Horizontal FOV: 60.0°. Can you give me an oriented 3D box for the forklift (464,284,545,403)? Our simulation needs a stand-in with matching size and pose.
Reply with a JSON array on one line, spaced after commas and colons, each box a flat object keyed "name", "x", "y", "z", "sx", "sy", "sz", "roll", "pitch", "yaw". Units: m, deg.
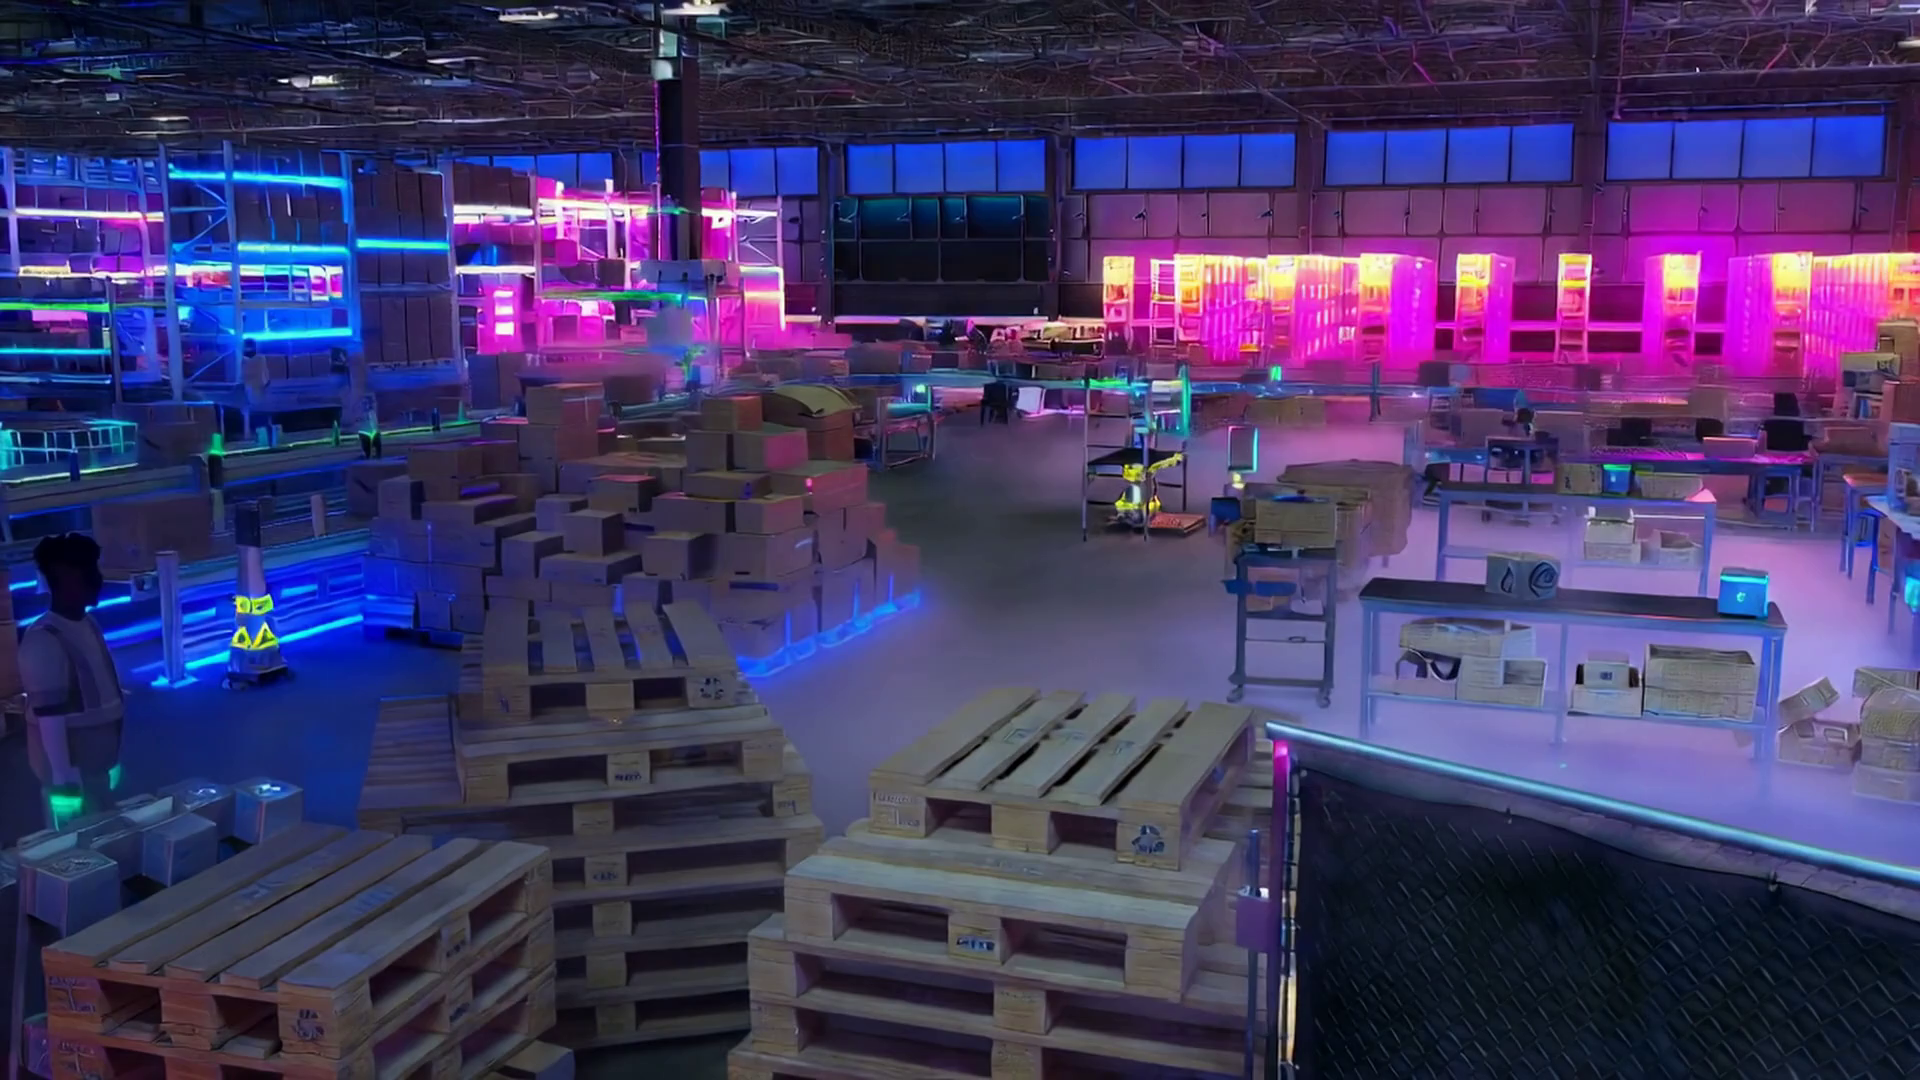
[{"name": "forklift", "x": -10.832, "y": -4.702, "z": 39.610, "sx": 1.129, "sy": 2.768, "sz": 1.873, "roll": 3, "pitch": 10, "yaw": 20}]

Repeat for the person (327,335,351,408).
[{"name": "person", "x": -14.116, "y": -3.804, "z": 37.706, "sx": 0.538, "sy": 1.681, "sz": 0.595, "roll": 2, "pitch": 9, "yaw": 12}]

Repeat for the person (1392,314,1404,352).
[{"name": "person", "x": 13.762, "y": -6.202, "z": 52.364, "sx": 0.445, "sy": 1.821, "sz": 0.565, "roll": 7, "pitch": 11, "yaw": 37}]

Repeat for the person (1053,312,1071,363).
[{"name": "person", "x": 3.290, "y": -6.446, "z": 53.841, "sx": 0.591, "sy": 1.834, "sz": 0.404, "roll": 3, "pitch": 9, "yaw": 17}]

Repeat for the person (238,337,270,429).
[{"name": "person", "x": -13.899, "y": -3.070, "z": 32.688, "sx": 0.630, "sy": 1.816, "sz": 0.477, "roll": 2, "pitch": 9, "yaw": 11}]

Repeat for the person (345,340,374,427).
[{"name": "person", "x": -12.103, "y": -3.131, "z": 33.343, "sx": 0.524, "sy": 1.732, "sz": 0.838, "roll": 4, "pitch": 10, "yaw": 26}]

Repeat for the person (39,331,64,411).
[{"name": "person", "x": -19.384, "y": -3.518, "z": 35.213, "sx": 0.634, "sy": 1.913, "sz": 0.587, "roll": 4, "pitch": 10, "yaw": 23}]

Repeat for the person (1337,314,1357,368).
[{"name": "person", "x": 11.195, "y": -5.566, "z": 48.053, "sx": 0.612, "sy": 1.922, "sz": 0.805, "roll": 2, "pitch": 9, "yaw": 11}]

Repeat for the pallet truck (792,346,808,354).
[{"name": "pallet truck", "x": -3.705, "y": -4.298, "z": 42.022, "sx": 0.653, "sy": 1.274, "sz": 1.630, "roll": 3, "pitch": 10, "yaw": 20}]

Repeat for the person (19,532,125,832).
[{"name": "person", "x": -3.735, "y": 0.936, "z": 7.071, "sx": 0.365, "sy": 1.965, "sz": 0.608, "roll": -2, "pitch": 9, "yaw": -14}]

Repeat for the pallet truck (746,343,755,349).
[{"name": "pallet truck", "x": -6.183, "y": -4.618, "z": 44.264, "sx": 1.601, "sy": 1.201, "sz": 0.680, "roll": -9, "pitch": 12, "yaw": -43}]

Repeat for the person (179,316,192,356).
[{"name": "person", "x": -23.311, "y": -5.833, "z": 50.034, "sx": 0.631, "sy": 1.814, "sz": 0.437, "roll": 5, "pitch": 10, "yaw": 28}]
